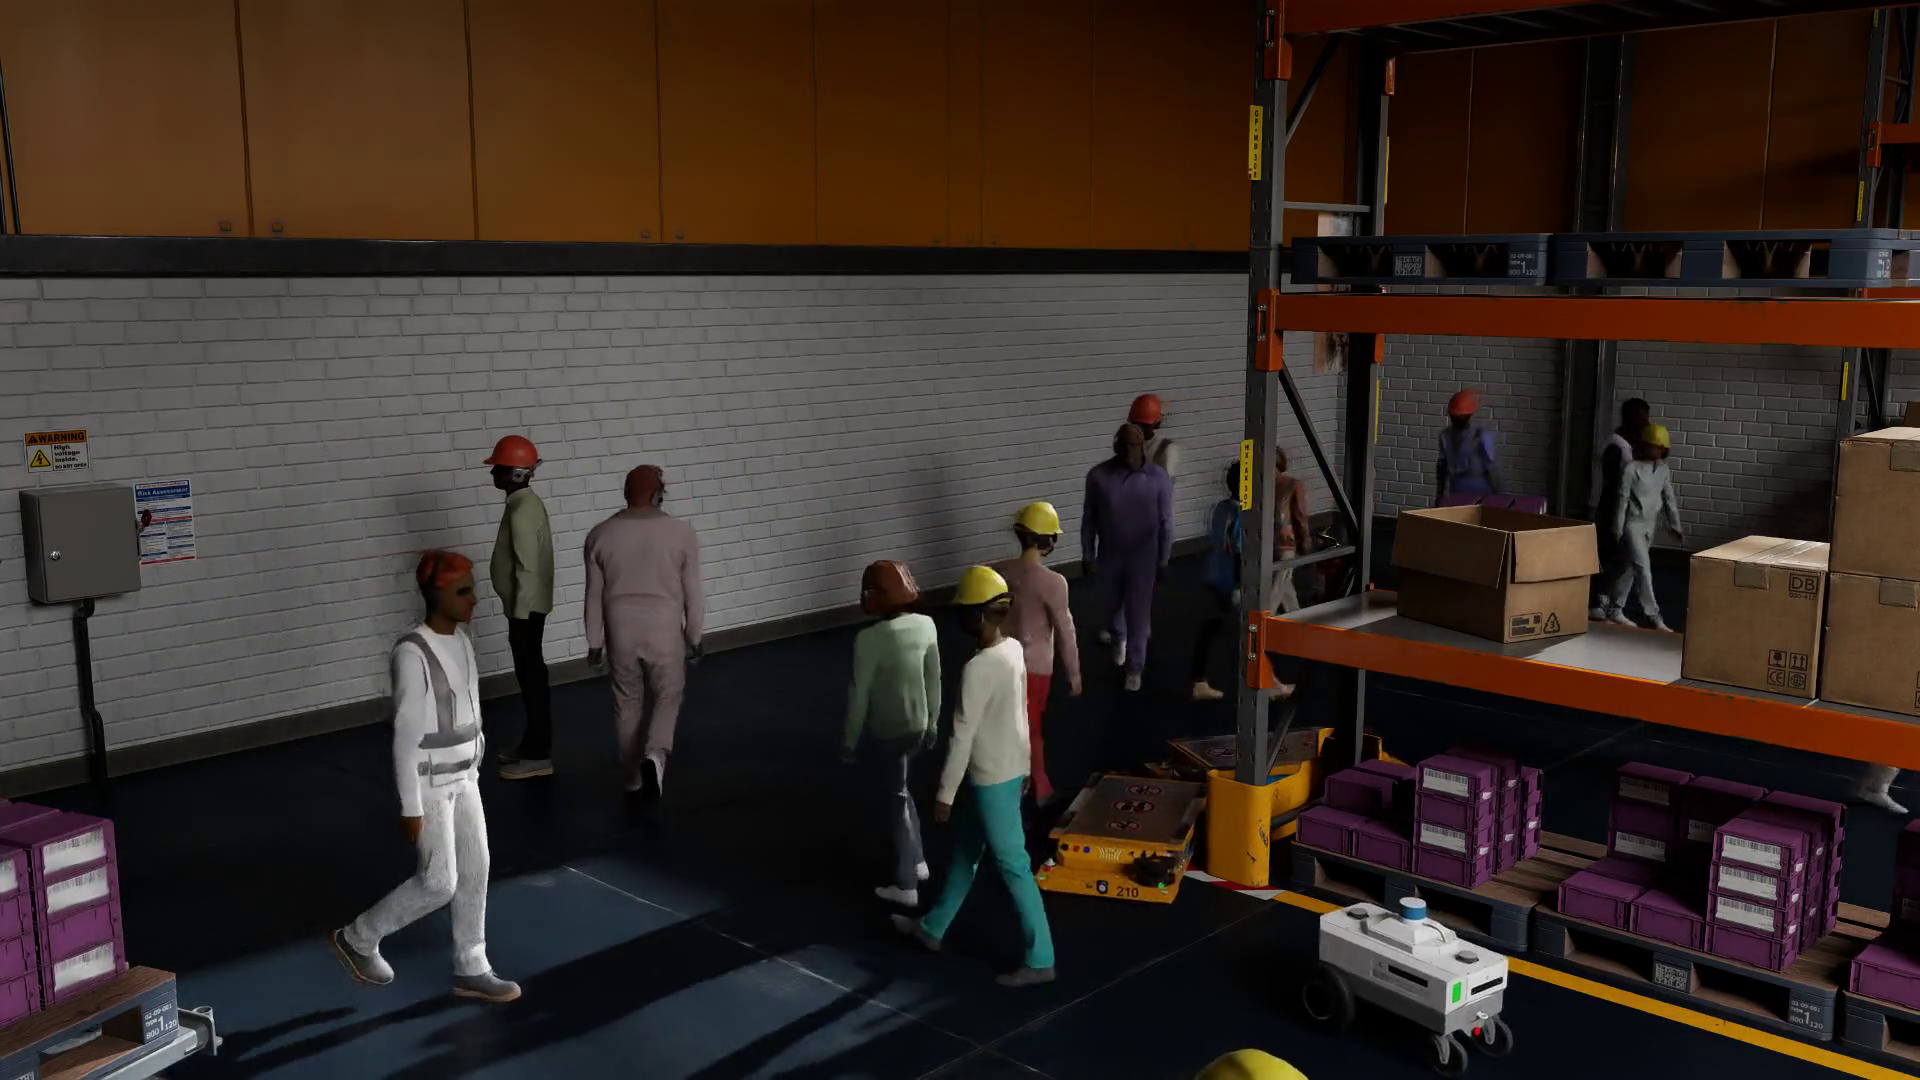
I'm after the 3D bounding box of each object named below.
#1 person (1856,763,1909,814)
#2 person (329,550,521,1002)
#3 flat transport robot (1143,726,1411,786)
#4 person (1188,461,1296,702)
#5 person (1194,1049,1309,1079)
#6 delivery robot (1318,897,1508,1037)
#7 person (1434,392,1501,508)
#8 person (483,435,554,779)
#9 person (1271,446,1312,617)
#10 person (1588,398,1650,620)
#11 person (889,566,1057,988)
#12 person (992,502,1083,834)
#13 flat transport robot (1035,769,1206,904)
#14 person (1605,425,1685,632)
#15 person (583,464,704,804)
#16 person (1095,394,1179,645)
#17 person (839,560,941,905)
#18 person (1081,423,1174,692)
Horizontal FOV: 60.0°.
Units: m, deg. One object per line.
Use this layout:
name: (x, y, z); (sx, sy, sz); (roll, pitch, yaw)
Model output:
person: (5.264, 0.729, 8.795); (0.886, 1.590, 0.533); (6, 11, 33)
person: (-2.142, 0.956, 6.589); (0.645, 1.865, 0.610); (1, 9, 7)
flat transport robot: (1.832, 1.276, 9.501); (1.431, 0.197, 0.652); (-3, 10, -16)
person: (1.934, 0.287, 11.321); (0.792, 1.653, 0.536); (-3, 10, -16)
person: (0.432, 1.629, 2.669); (0.594, 1.801, 0.835); (-6, 11, -31)
delivery robot: (1.714, 1.605, 6.328); (0.477, 0.478, 0.707); (-7, 11, -35)
person: (4.618, -0.430, 15.153); (1.079, 1.864, 0.604); (-6, 11, -31)
person: (-2.553, 0.382, 9.705); (0.373, 1.997, 0.615); (-2, 10, -13)
person: (2.410, 0.075, 12.781); (0.819, 1.589, 0.523); (-6, 11, -35)
person: (5.510, -0.251, 13.955); (0.478, 1.886, 0.602); (8, 12, 41)
person: (0.055, 0.976, 6.892); (0.852, 1.726, 0.568); (3, 10, 18)
person: (0.436, 0.661, 8.763); (0.766, 1.738, 0.528); (-8, 12, -41)
flat transport robot: (0.867, 1.459, 8.378); (0.652, 0.197, 1.431); (3, 10, 17)
person: (5.569, -0.079, 13.414); (0.512, 1.691, 0.860); (-5, 10, -28)
person: (-1.748, 0.527, 9.162); (0.654, 1.882, 0.687); (0, 9, -1)
person: (1.346, -0.138, 12.919); (0.654, 1.990, 0.748); (7, 12, 37)
person: (-0.325, 0.894, 7.721); (0.413, 1.617, 0.508); (7, 12, 38)
person: (1.196, 0.087, 11.892); (0.643, 1.884, 0.767); (2, 10, 15)
